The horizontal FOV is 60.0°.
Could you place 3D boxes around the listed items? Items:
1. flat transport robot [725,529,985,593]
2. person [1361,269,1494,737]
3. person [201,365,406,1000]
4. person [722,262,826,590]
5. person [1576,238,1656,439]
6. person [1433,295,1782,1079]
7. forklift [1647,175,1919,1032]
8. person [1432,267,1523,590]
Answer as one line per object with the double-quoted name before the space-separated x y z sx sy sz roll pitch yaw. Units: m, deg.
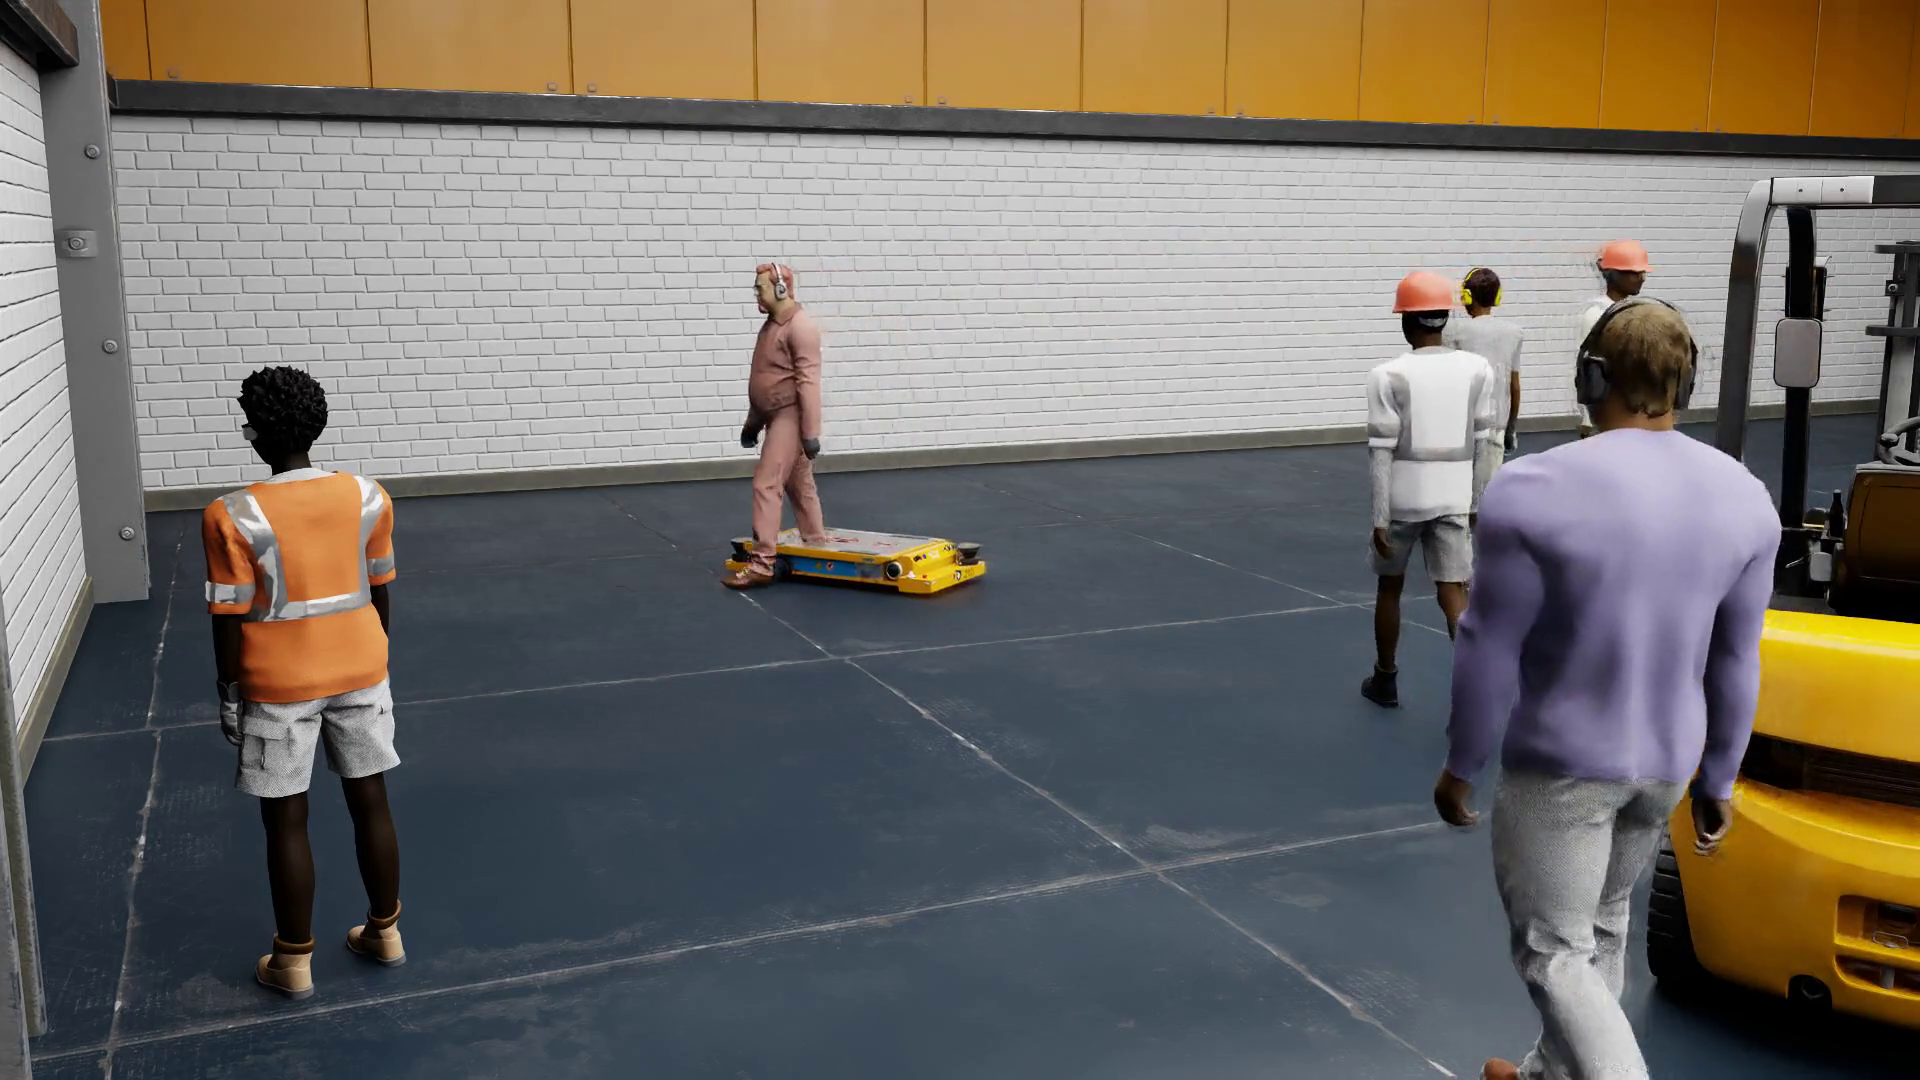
"flat transport robot" -0.632 0.101 9.927 1.431 0.197 0.652 6 12 28
"person" 1.939 -0.160 6.867 0.544 1.906 0.891 -1 10 -3
"person" -1.747 0.381 4.470 0.320 1.694 0.531 9 14 41
"person" -1.129 -0.661 9.698 0.825 1.875 0.645 -3 11 -18
"person" 3.891 -0.819 10.160 0.712 2.026 0.627 8 13 39
"person" 1.336 0.468 3.375 0.630 1.915 0.895 -3 11 -14
"forklift" 2.810 0.094 4.662 1.214 2.155 2.313 7 12 34
"person" 2.987 -0.635 9.616 0.526 1.859 0.343 -2 10 -9
